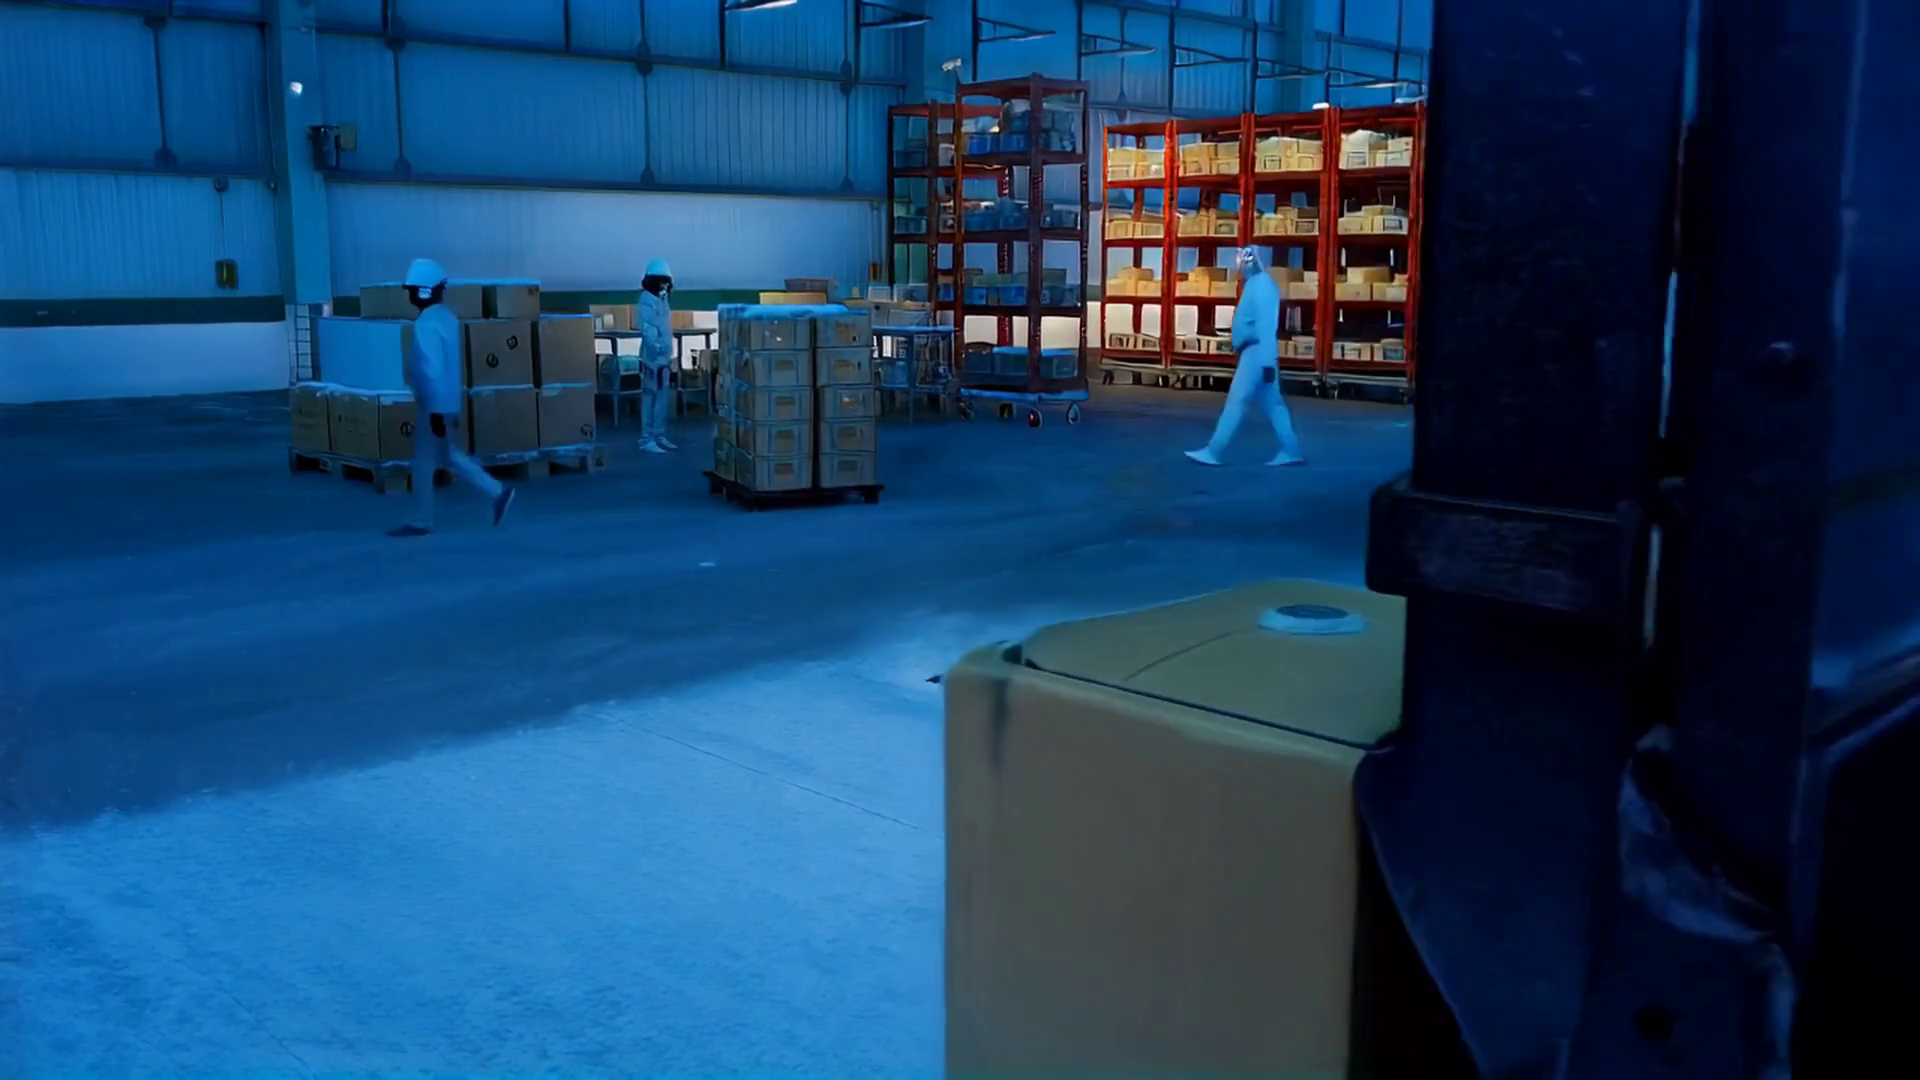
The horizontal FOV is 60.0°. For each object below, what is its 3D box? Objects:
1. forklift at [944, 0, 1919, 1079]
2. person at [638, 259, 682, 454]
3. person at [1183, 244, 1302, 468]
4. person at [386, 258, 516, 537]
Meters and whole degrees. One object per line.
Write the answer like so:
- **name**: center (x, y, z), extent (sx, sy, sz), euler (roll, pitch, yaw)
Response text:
- **forklift**: center (0.940, -0.106, 2.250), extent (1.129, 2.768, 1.873), euler (-9, 13, -43)
- **person**: center (-2.701, -1.640, 14.917), extent (0.330, 1.736, 0.492), euler (3, 10, 15)
- **person**: center (2.404, -1.514, 13.823), extent (1.012, 1.851, 0.664), euler (1, 10, 7)
- **person**: center (-3.195, -0.873, 10.309), extent (0.718, 1.733, 0.570), euler (0, 9, -1)
